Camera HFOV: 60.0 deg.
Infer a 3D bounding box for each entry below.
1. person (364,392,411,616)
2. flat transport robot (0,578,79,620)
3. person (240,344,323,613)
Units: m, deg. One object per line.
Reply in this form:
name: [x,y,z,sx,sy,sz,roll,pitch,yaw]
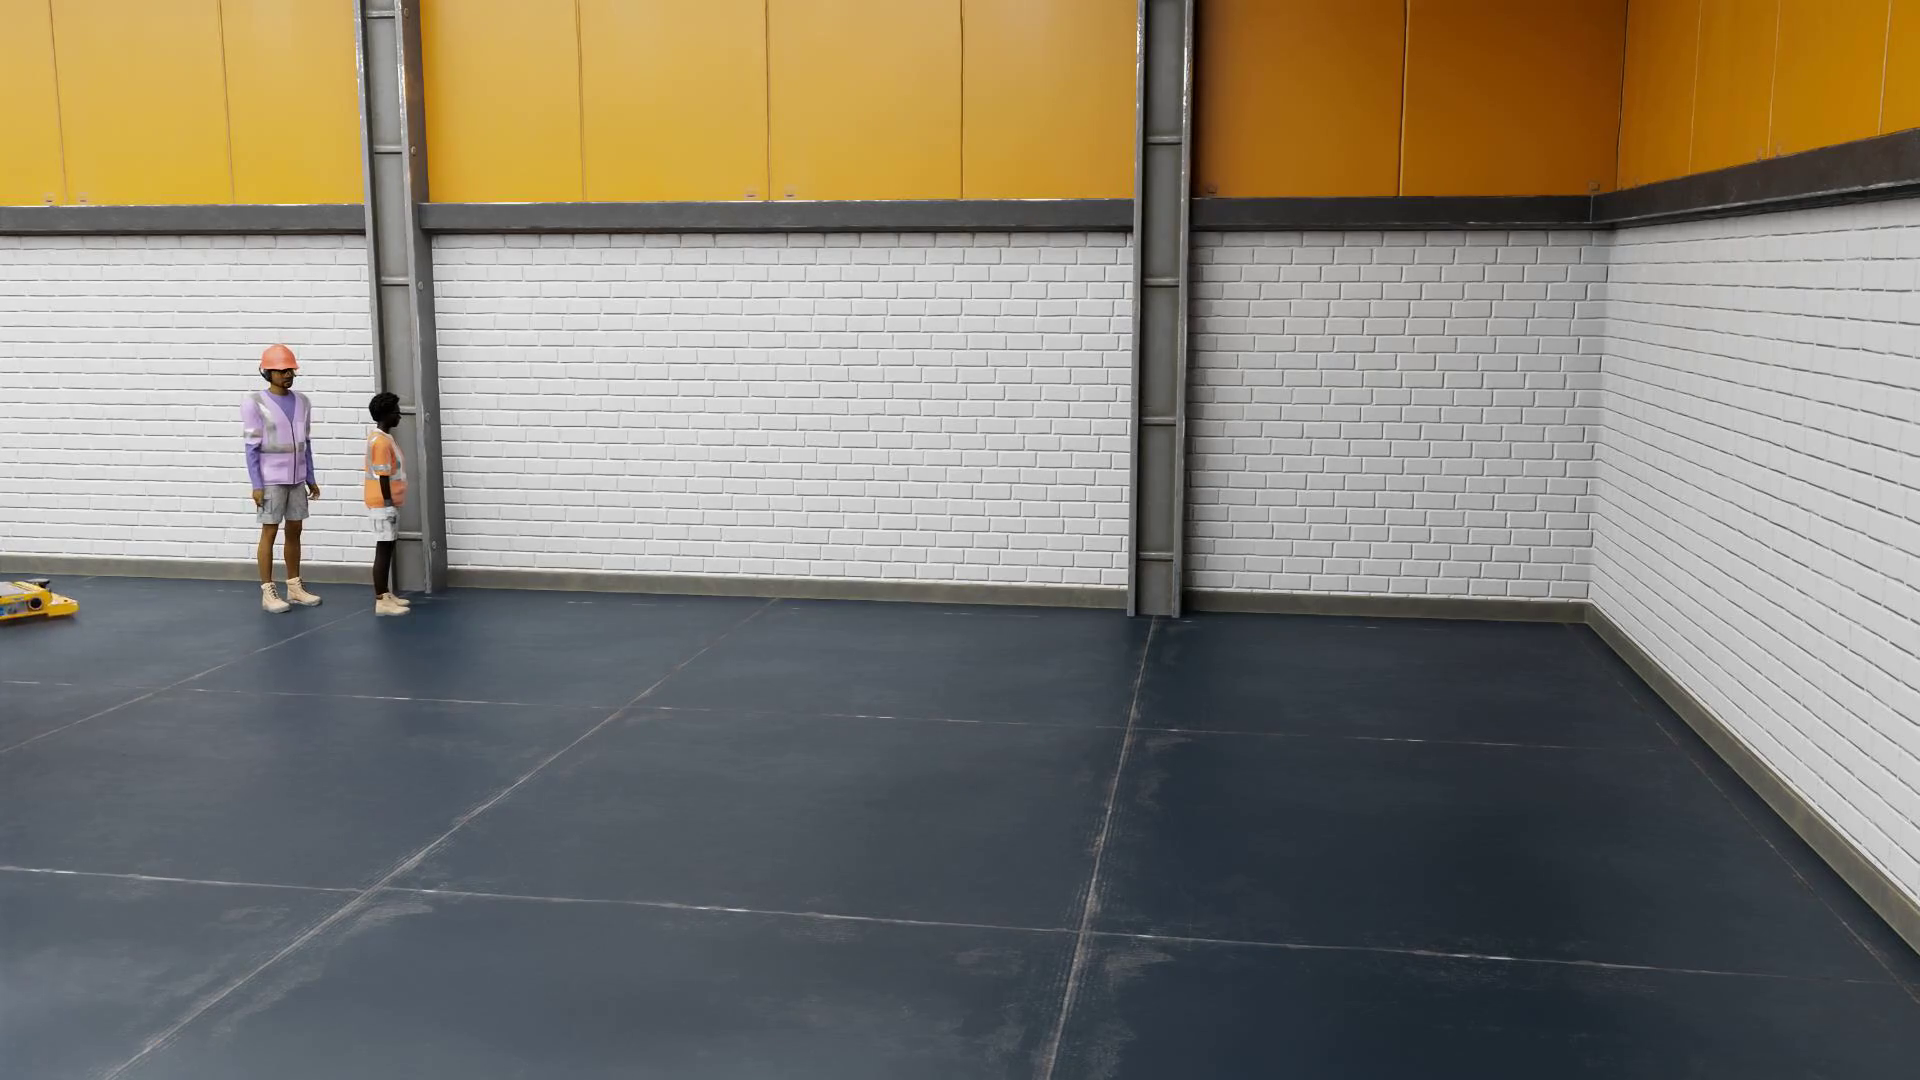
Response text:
person: [-4.351,-0.275,12.625,0.317,1.694,0.534,-3,10,-16]
flat transport robot: [-7.363,0.499,12.214,0.652,0.197,1.431,8,12,41]
person: [-5.186,-0.476,12.775,0.386,2.045,0.605,5,10,28]
